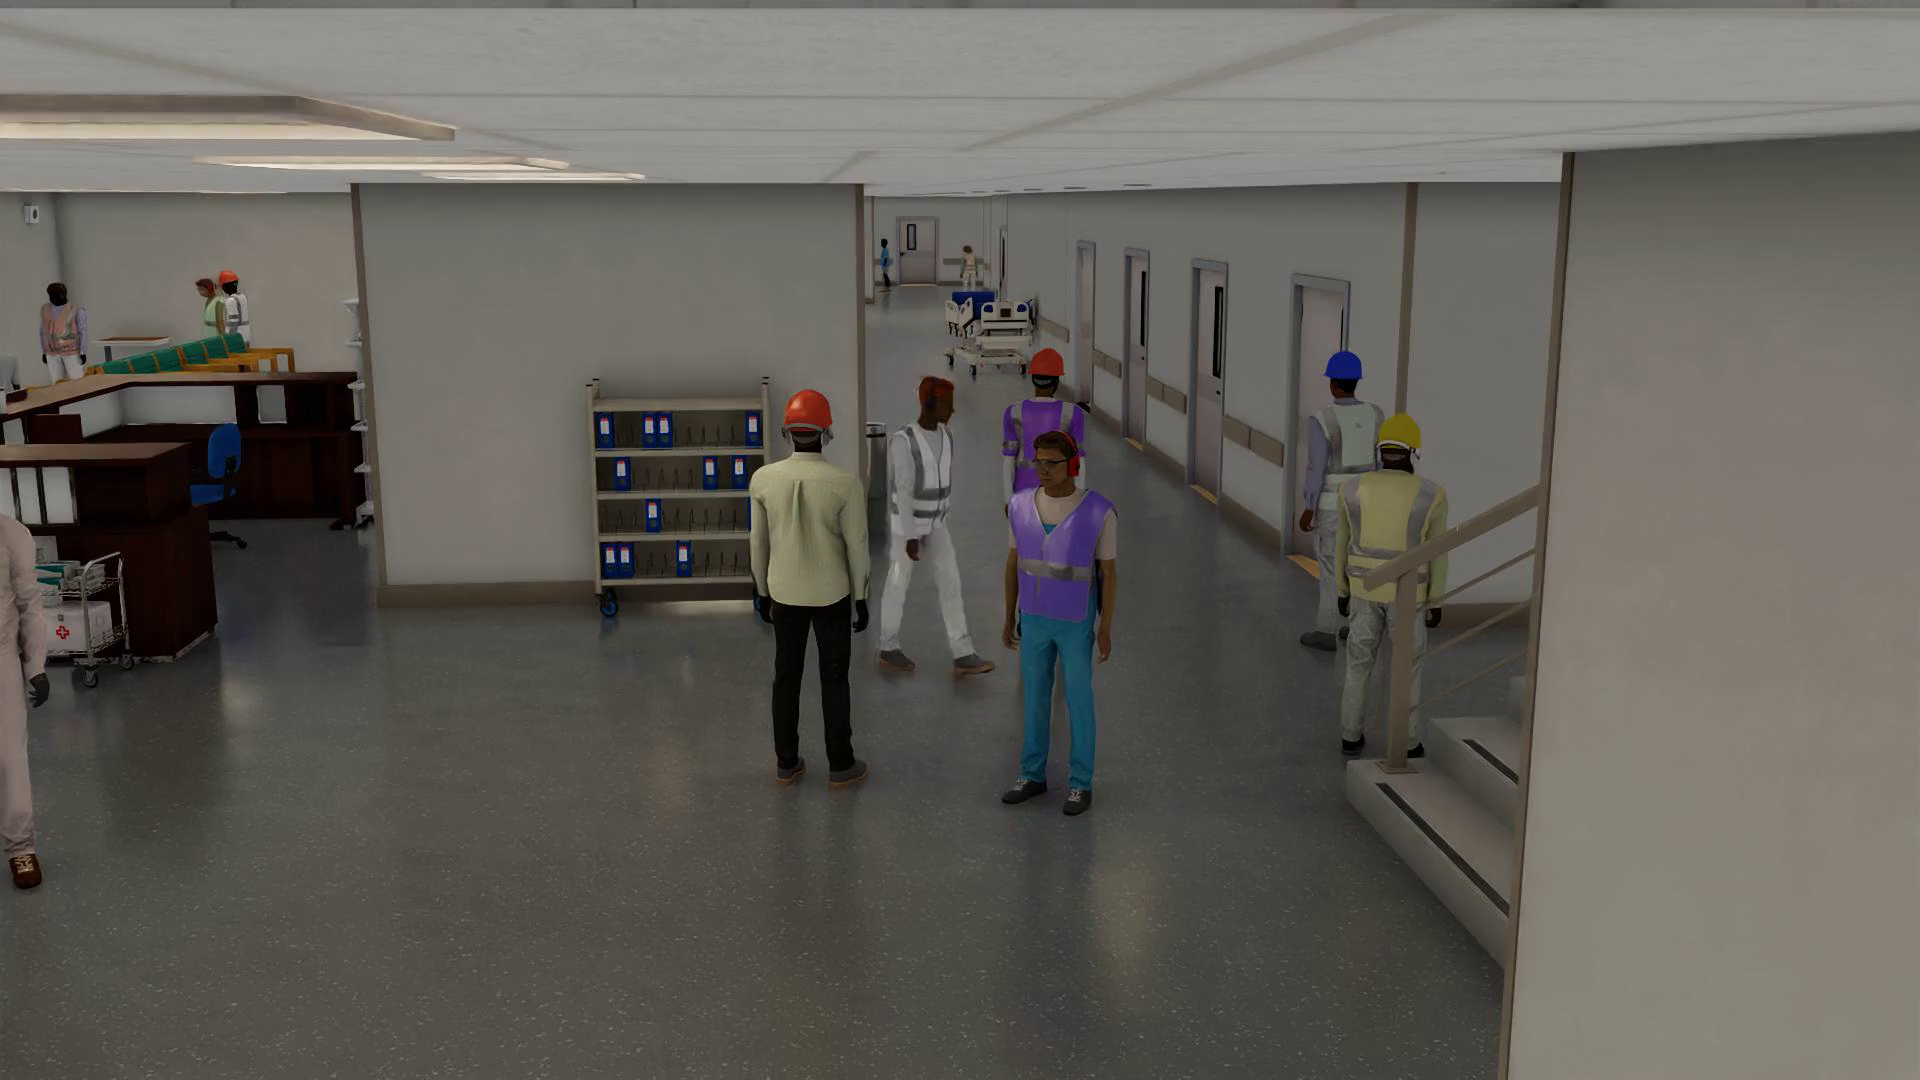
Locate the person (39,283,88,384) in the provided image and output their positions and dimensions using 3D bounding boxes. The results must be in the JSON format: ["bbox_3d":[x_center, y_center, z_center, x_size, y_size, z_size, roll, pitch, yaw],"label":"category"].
[{"bbox_3d":[-11.818,-2.467,21.926,0.619,1.838,0.430,0,12,1],"label":"person"}]

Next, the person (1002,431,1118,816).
[{"bbox_3d":[0.475,0.385,7.961,0.575,1.843,0.375,6,13,29],"label":"person"}]

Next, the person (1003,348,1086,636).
[{"bbox_3d":[0.565,-0.312,11.141,0.551,1.934,0.373,2,12,9],"label":"person"}]

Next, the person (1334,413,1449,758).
[{"bbox_3d":[2.241,0.255,8.667,0.591,1.823,0.404,7,13,30],"label":"person"}]

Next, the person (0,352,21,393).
[{"bbox_3d":[-8.664,-1.055,14.975,0.363,1.854,0.526,7,13,31],"label":"person"}]

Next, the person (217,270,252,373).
[{"bbox_3d":[-10.212,-2.826,23.451,0.375,1.928,0.542,-1,12,-3],"label":"person"}]

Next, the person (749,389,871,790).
[{"bbox_3d":[-0.731,0.253,8.231,0.616,1.997,0.373,3,12,15],"label":"person"}]

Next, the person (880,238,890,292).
[{"bbox_3d":[-2.391,-8.765,53.050,0.316,1.696,0.543,0,12,0],"label":"person"}]

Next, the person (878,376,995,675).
[{"bbox_3d":[-0.163,-0.061,10.124,0.943,1.837,0.617,11,16,42],"label":"person"}]

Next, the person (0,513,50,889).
[{"bbox_3d":[-4.170,0.562,6.945,0.652,1.906,0.402,-6,13,-26],"label":"person"}]

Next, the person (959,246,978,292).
[{"bbox_3d":[0.260,-7.574,47.423,0.561,1.618,0.346,-4,12,-19],"label":"person"}]

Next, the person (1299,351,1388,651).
[{"bbox_3d":[2.478,-0.249,10.801,0.602,1.949,0.393,-5,13,-24],"label":"person"}]
